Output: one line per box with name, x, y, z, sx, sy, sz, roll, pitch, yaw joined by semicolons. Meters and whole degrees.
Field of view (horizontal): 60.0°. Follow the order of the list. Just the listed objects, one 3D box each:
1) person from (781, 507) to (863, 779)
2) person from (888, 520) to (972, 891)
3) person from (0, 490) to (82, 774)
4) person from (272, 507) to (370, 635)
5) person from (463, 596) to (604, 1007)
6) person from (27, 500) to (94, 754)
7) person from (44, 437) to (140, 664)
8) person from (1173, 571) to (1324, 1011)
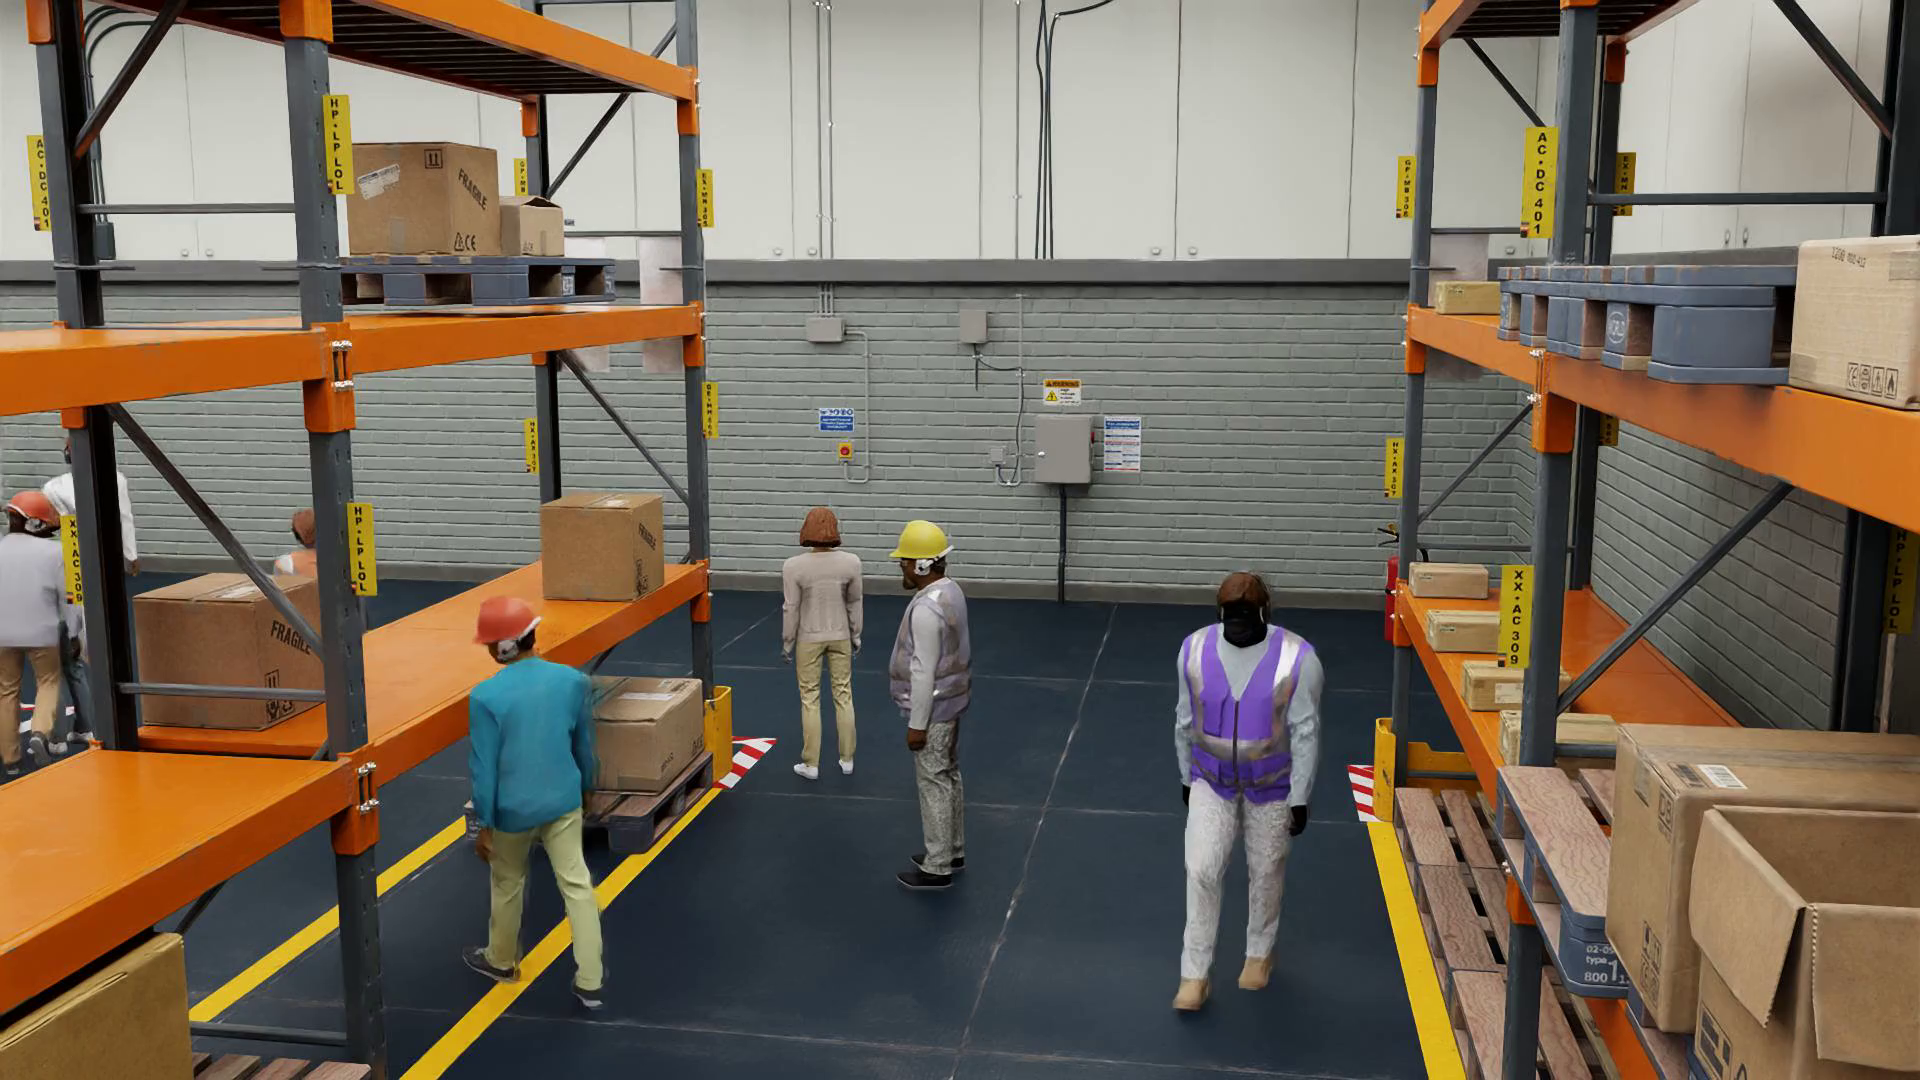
person;-0.823;0.614;9.963;0.509;1.632;0.267;-4;10;-23
person;-0.147;0.808;8.202;0.406;1.824;0.585;2;9;10
person;-5.634;0.563;10.005;0.622;1.714;0.482;-3;10;-20
person;-3.832;0.618;10.030;0.534;1.603;0.748;-4;10;-23
person;-1.807;1.062;6.925;0.818;1.708;0.630;9;13;43
person;-5.731;0.532;10.491;0.277;1.626;0.502;1;9;9
person;-6.481;0.114;12.386;0.852;1.862;0.576;9;13;43
person;1.144;1.036;6.819;0.629;1.812;0.812;3;10;20
